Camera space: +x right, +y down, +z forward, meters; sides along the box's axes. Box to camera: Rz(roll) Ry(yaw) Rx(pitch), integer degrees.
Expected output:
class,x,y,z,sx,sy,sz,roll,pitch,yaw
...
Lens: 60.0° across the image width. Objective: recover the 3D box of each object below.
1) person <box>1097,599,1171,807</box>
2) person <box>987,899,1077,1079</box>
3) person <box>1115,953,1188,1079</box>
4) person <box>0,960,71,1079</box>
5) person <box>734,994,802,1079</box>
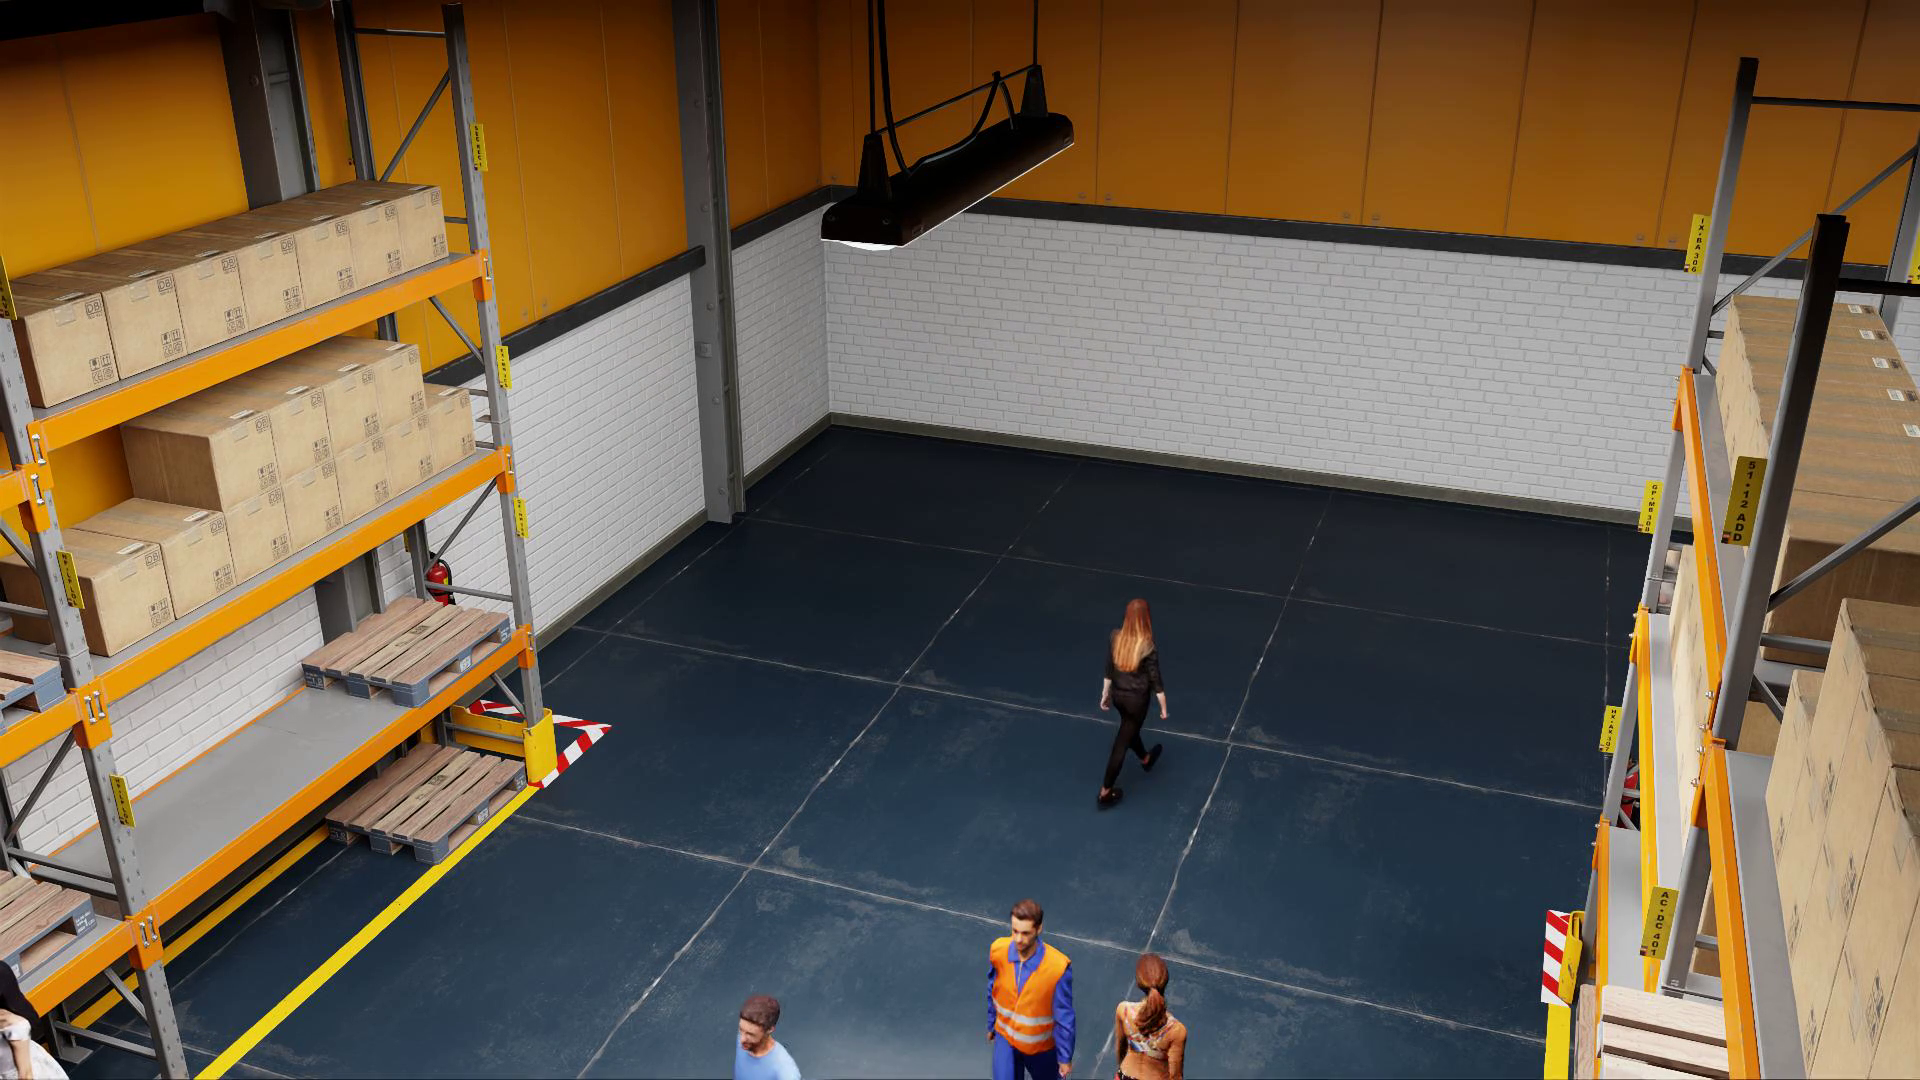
class,x,y,z,sx,sy,sz,roll,pitch,yaw
person,1.259,1.293,12.877,0.937,1.669,1.200,21,31,40
person,0.419,2.758,9.330,0.680,1.826,1.211,8,25,17
person,0.935,3.018,8.820,0.646,1.759,1.155,11,26,24
person,-4.984,2.973,8.910,0.800,1.769,0.776,-18,30,-36
person,-0.923,3.068,8.589,0.811,1.852,0.777,-20,31,-39
